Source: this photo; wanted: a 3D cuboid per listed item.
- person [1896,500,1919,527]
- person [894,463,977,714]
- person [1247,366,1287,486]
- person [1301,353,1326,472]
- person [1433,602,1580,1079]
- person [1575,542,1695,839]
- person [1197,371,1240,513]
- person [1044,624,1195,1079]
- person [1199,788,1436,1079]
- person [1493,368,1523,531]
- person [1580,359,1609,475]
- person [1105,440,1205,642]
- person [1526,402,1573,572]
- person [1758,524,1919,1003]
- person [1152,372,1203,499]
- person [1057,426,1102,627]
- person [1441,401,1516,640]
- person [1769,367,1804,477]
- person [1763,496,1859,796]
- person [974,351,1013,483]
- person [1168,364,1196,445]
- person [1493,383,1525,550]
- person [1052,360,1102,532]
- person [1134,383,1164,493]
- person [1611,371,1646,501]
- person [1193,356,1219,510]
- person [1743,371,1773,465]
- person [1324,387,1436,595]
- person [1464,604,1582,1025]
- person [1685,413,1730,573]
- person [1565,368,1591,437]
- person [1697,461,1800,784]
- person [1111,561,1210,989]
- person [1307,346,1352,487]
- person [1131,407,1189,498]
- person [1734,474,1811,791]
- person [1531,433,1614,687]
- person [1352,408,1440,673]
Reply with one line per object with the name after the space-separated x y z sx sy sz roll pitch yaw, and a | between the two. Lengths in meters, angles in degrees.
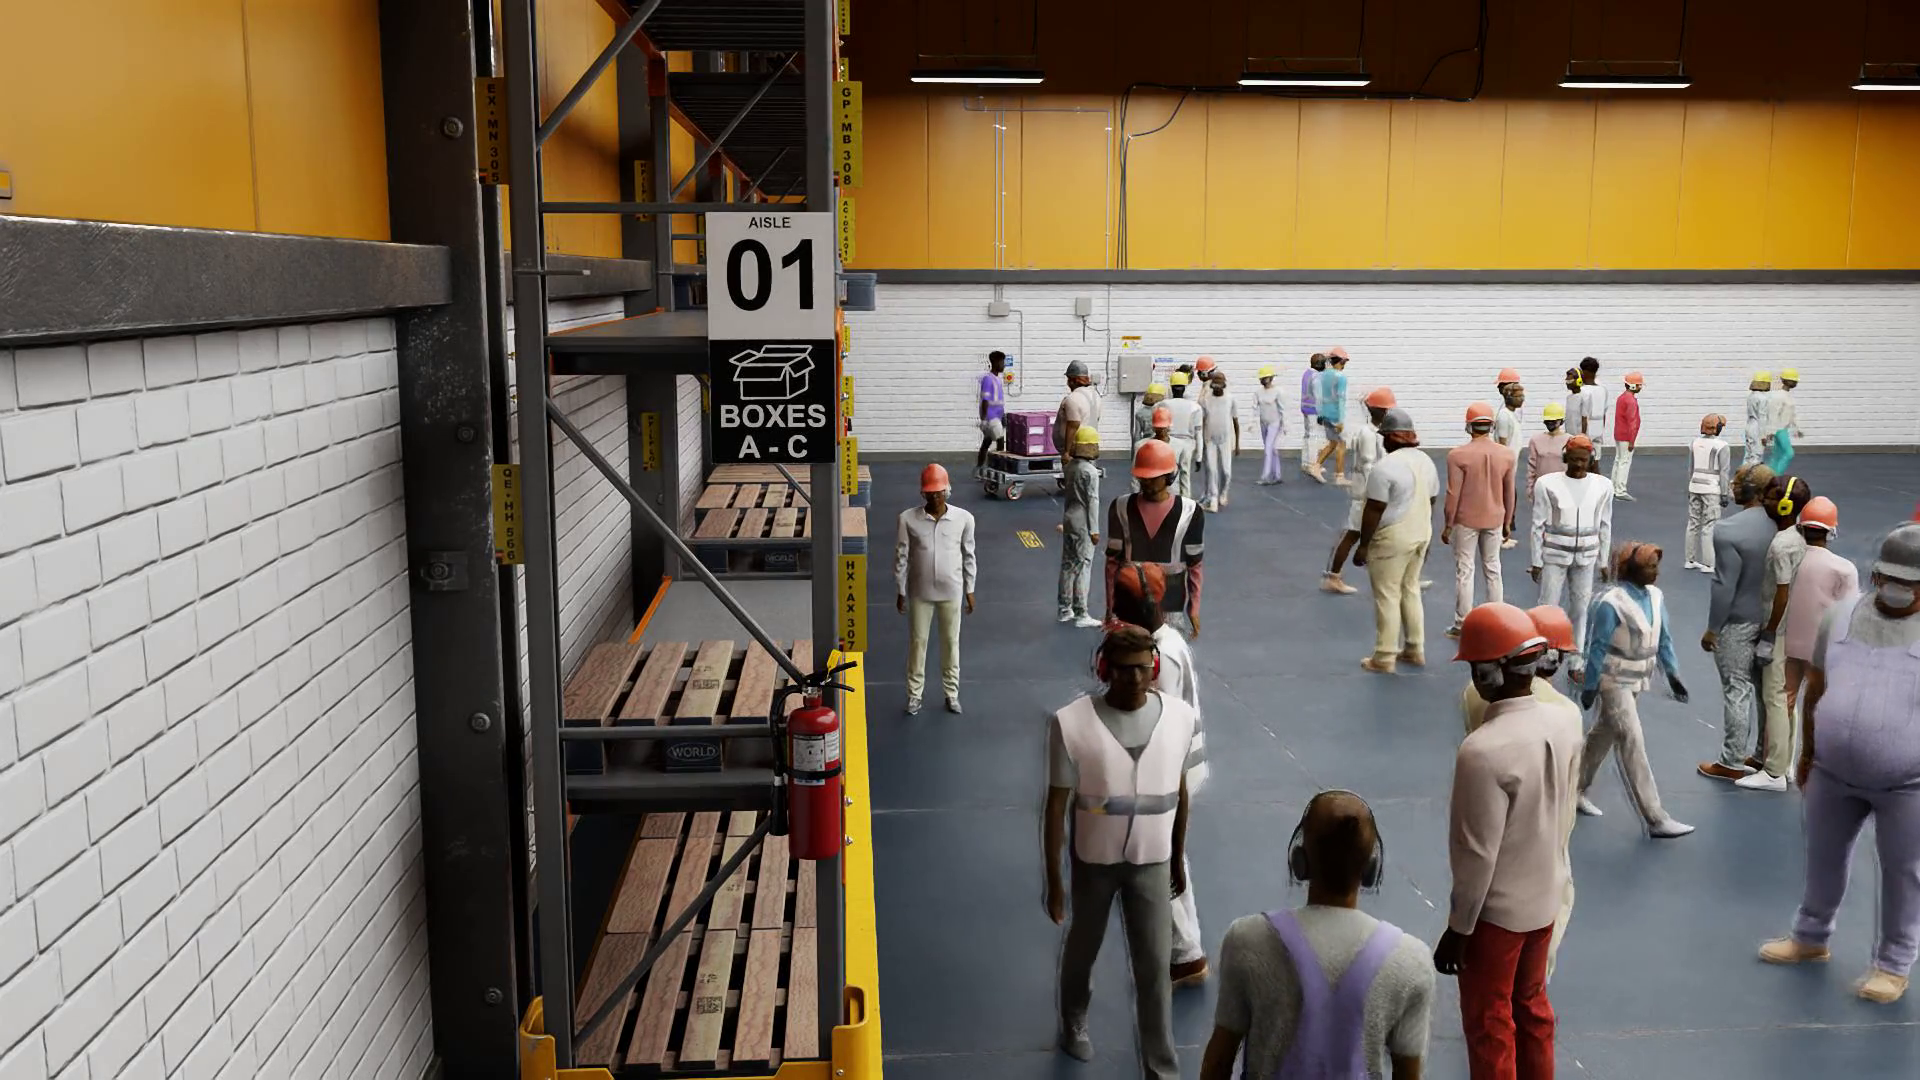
11.454 -0.928 19.533 0.823 1.724 0.533 5 10 28 | person
-0.168 0.339 11.484 0.573 1.749 0.343 -1 9 -4 | person
4.393 -1.632 23.934 0.820 1.730 0.524 -6 11 -35 | person
5.482 -1.960 25.681 0.429 1.835 0.629 -1 9 -5 | person
1.759 1.185 5.448 0.611 1.985 0.393 -8 12 -43 | person
3.666 0.798 9.088 0.523 1.595 0.846 -8 12 -40 | person
3.299 -1.248 21.233 0.575 1.822 0.451 2 9 10 | person
0.576 1.174 6.134 0.591 1.798 0.982 -2 9 -13 | person
0.839 1.513 3.954 0.565 1.816 0.862 0 9 2 | person
6.496 -1.077 19.801 0.357 1.938 0.545 1 9 7 | person
8.134 -1.368 21.561 0.606 1.962 0.365 -6 11 -33 | person
1.187 0.395 10.255 0.605 2.037 0.394 2 9 12 | person
5.991 -0.517 16.856 0.518 1.756 0.344 7 11 36 | person
3.824 0.910 7.001 0.538 2.000 0.779 -7 11 -36 | person
2.528 -0.999 19.388 0.601 1.913 0.426 -1 9 -3 | person
1.069 -0.121 14.450 0.343 1.736 0.484 -5 10 -27 | person
4.296 -0.153 13.828 0.622 1.990 0.394 -2 9 -10 | person
11.521 -1.533 23.215 0.461 1.750 0.536 7 11 36 | person
4.969 0.619 9.724 0.328 1.752 0.572 -6 11 -34 | person
0.582 -1.792 24.326 0.883 1.918 0.633 2 9 14 | person
2.966 -1.476 22.604 0.437 1.841 0.552 -3 10 -19 | person
6.083 -0.824 18.506 0.345 1.845 0.505 5 10 27 | person
1.353 -1.116 19.726 0.536 2.000 0.674 5 11 31 | person
2.362 -1.041 20.212 0.483 1.736 0.312 6 11 32 | person
9.021 -1.400 22.438 0.349 1.745 0.562 1 9 6 | person
3.204 -1.388 21.593 0.391 1.990 0.612 1 9 5 | person
10.911 -1.447 22.745 0.302 1.740 0.493 1 9 4 | person
3.930 -0.433 15.607 1.044 1.984 0.643 5 10 28 | person
2.278 1.113 6.705 0.442 1.728 0.553 -7 11 -37 | person
7.628 -0.475 16.987 0.312 1.634 0.514 -3 10 -20 | person
7.834 -1.257 21.199 0.327 1.861 0.499 -1 9 -9 | person
4.710 0.495 9.934 0.627 1.939 0.373 -3 10 -19 | person
0.867 1.004 7.017 0.477 1.856 0.582 1 9 3 | person
5.370 -1.779 23.969 0.623 2.013 0.624 -3 10 -21 | person
1.967 -0.433 16.344 0.573 1.746 0.346 1 9 3 | person
4.822 0.543 9.826 0.329 1.877 0.508 7 12 39 | person
4.495 0.151 12.250 0.575 1.886 0.361 1 9 5 | person
3.327 -0.016 12.818 0.714 2.000 0.538 -8 12 -40 | person
